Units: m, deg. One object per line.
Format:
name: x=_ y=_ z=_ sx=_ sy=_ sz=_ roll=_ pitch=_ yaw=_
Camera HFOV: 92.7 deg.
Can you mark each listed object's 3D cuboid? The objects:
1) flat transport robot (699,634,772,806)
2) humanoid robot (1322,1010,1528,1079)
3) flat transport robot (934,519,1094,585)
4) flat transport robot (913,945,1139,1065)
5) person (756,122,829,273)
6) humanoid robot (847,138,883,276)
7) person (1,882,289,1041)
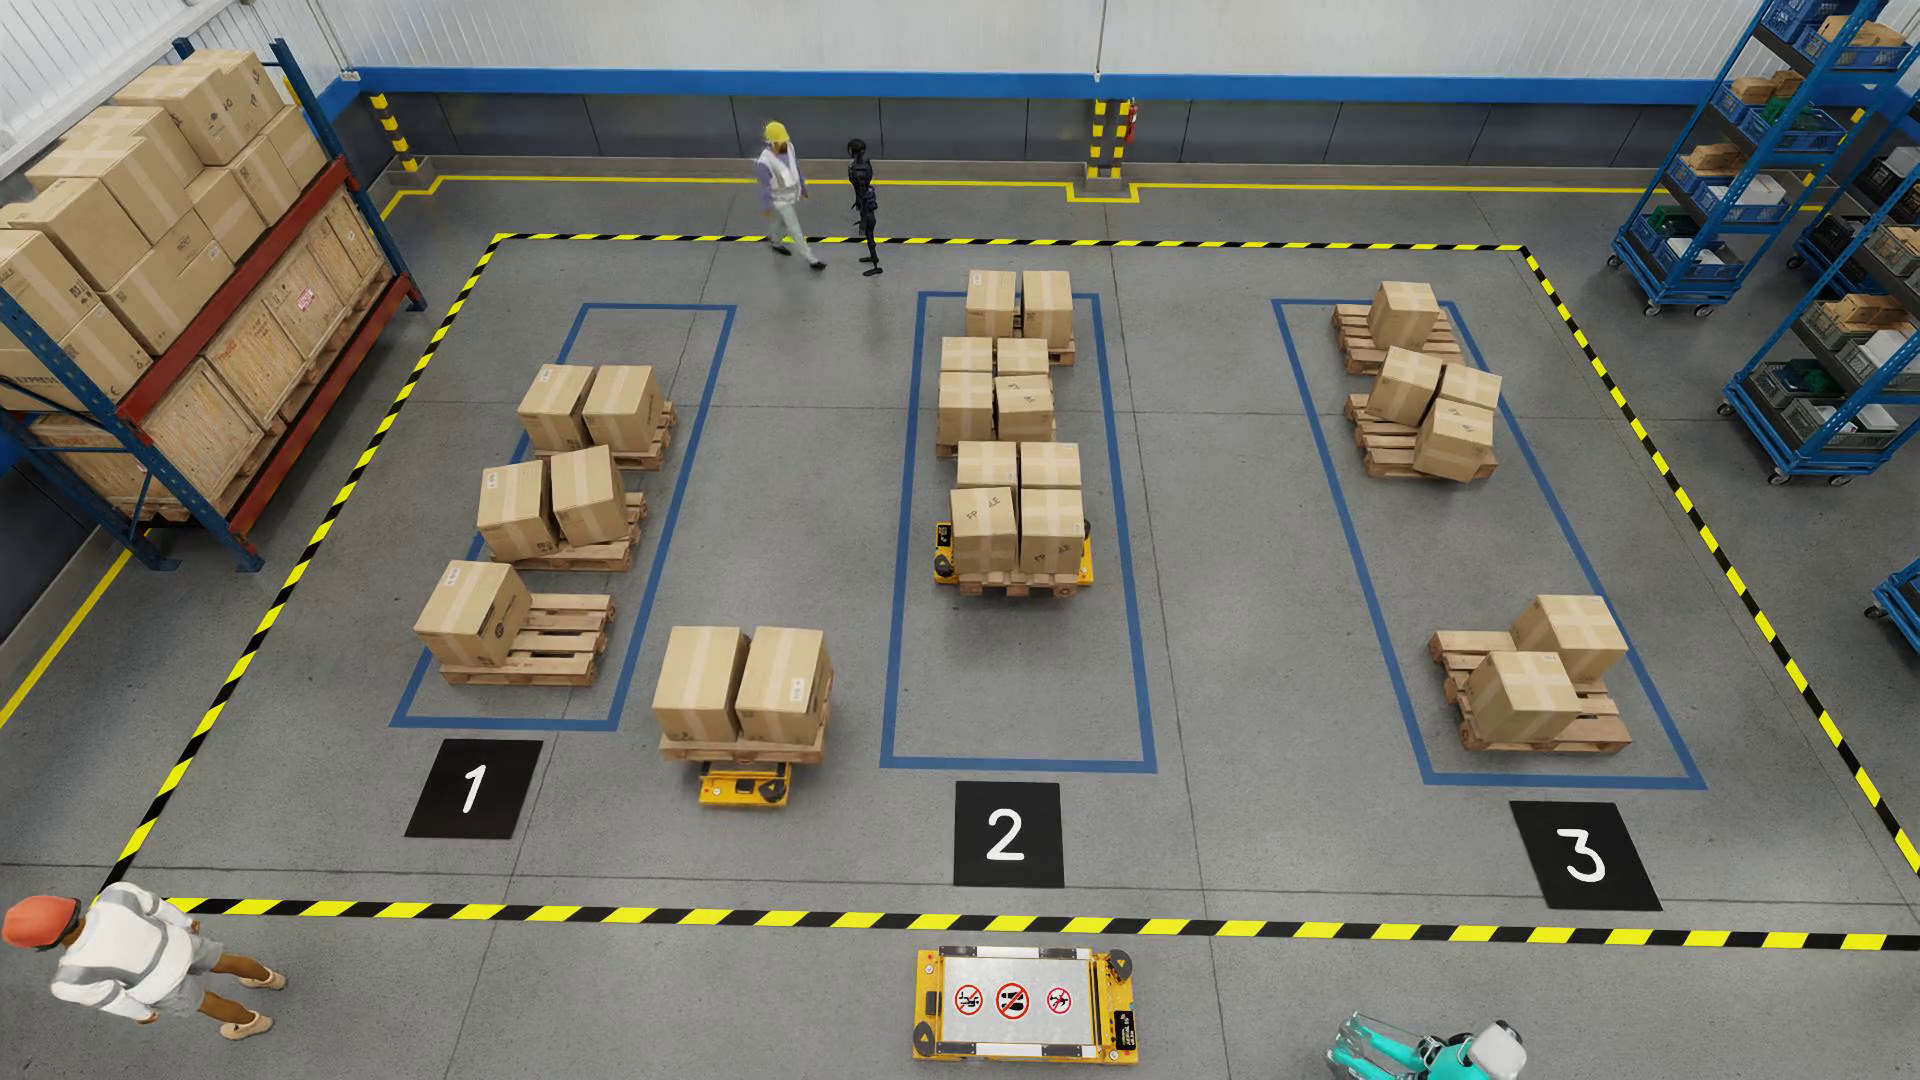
flat transport robot: x=-1.628 y=1.403 z=7.324 sx=0.652 sy=0.197 sz=1.431 roll=1 pitch=51 yaw=1
humanoid robot: x=2.439 y=2.858 z=5.122 sx=0.533 sy=1.677 sz=0.735 roll=-36 pitch=59 yaw=-26
flat transport robot: x=0.490 y=0.087 z=8.397 sx=1.431 sy=0.197 sz=0.652 roll=1 pitch=51 yaw=1
flat transport robot: x=0.422 y=3.041 z=6.007 sx=1.431 sy=0.231 sz=0.659 roll=1 pitch=51 yaw=1
person: x=-2.030 y=-4.057 z=10.815 sx=0.918 sy=1.781 sz=0.610 roll=21 pitch=54 yaw=17
humanoid robot: x=-1.125 y=-3.892 z=10.741 sx=0.315 sy=1.655 sz=0.599 roll=-7 pitch=51 yaw=-6
person: x=-4.666 y=2.473 z=5.324 sx=0.365 sy=2.048 sz=0.606 roll=-3 pitch=51 yaw=-2
